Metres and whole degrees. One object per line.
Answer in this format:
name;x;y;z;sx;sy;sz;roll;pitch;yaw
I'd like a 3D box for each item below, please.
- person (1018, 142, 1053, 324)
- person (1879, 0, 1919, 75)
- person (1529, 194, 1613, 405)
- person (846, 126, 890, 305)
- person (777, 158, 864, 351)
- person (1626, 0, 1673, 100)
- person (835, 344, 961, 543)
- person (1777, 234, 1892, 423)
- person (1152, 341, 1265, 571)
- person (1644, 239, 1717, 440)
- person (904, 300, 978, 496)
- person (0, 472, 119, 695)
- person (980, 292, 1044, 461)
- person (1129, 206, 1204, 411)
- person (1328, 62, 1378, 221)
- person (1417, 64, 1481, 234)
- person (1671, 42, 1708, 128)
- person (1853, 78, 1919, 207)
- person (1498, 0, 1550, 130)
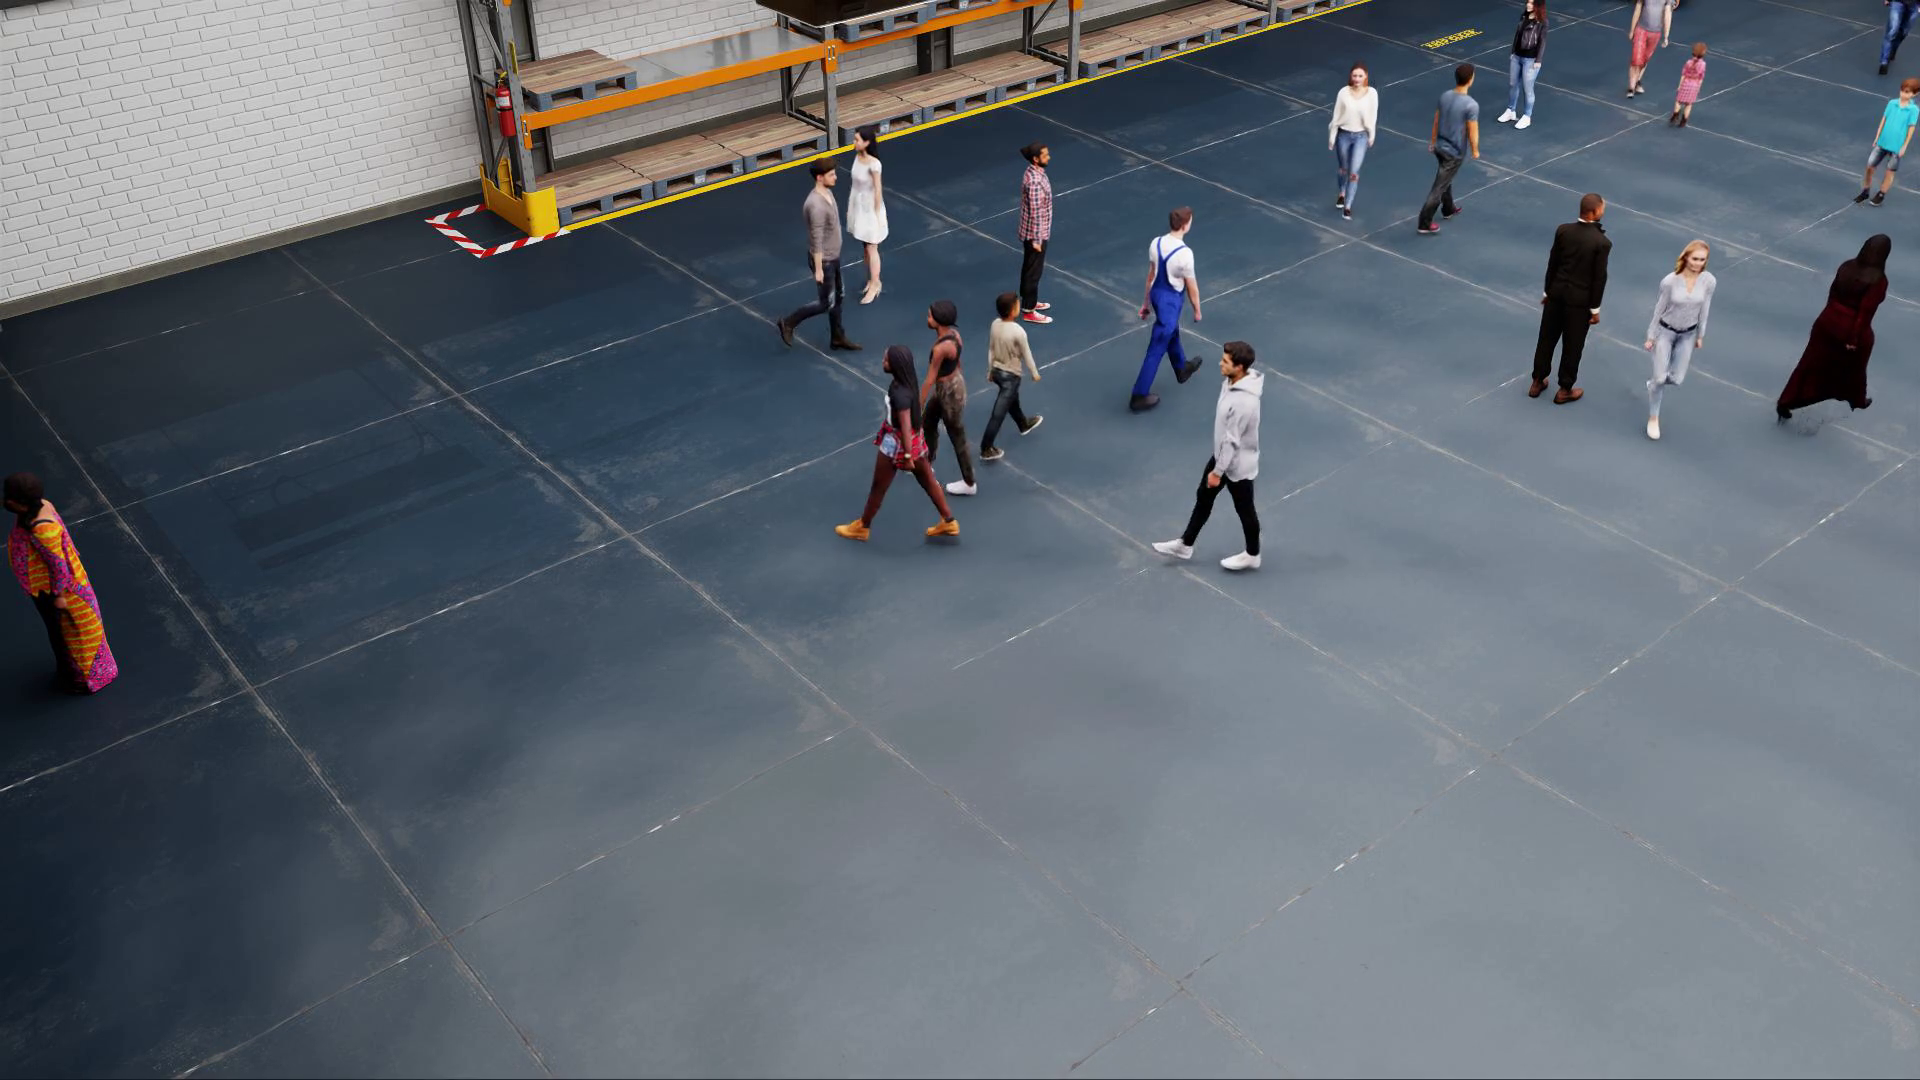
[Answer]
person;0.722;-2.965;15.923;0.807;1.761;0.773;-1;34;-1
person;12.656;-7.210;22.231;1.054;1.848;1.297;11;35;17
person;5.327;-2.104;14.500;0.627;1.903;0.709;-28;43;-35
person;-0.887;-3.190;16.249;0.674;1.775;0.684;-18;37;-25
person;-1.319;-2.576;15.226;1.118;1.885;1.067;3;34;5
person;8.855;-6.533;21.428;1.001;1.609;1.174;7;34;11
person;-0.338;-0.677;12.557;1.218;1.676;1.145;2;34;3
person;7.421;-1.724;14.117;1.207;1.695;0.908;-13;36;-18
person;2.115;-0.581;12.214;1.164;1.896;1.022;-4;34;-7
person;6.010;-1.748;14.074;0.871;1.781;0.940;4;34;6
person;-0.003;-1.095;13.191;0.953;1.670;0.933;6;34;9
person;-6.084;0.256;11.146;0.640;1.686;0.635;-23;40;-31
person;0.337;-1.317;13.747;0.990;1.426;0.543;-24;41;-32
person;1.712;-1.958;14.369;1.176;1.805;0.688;-22;40;-30
person;4.282;-4.399;18.173;0.960;1.660;1.079;9;35;13
person;5.125;-4.113;17.630;1.057;1.784;0.786;-15;37;-22
person;9.044;-5.631;20.620;0.562;1.002;0.631;7;34;11
person;10.348;-4.415;18.395;0.614;1.441;0.548;-23;40;-31
person;6.980;-5.924;20.495;0.612;1.628;0.666;-17;37;-24
